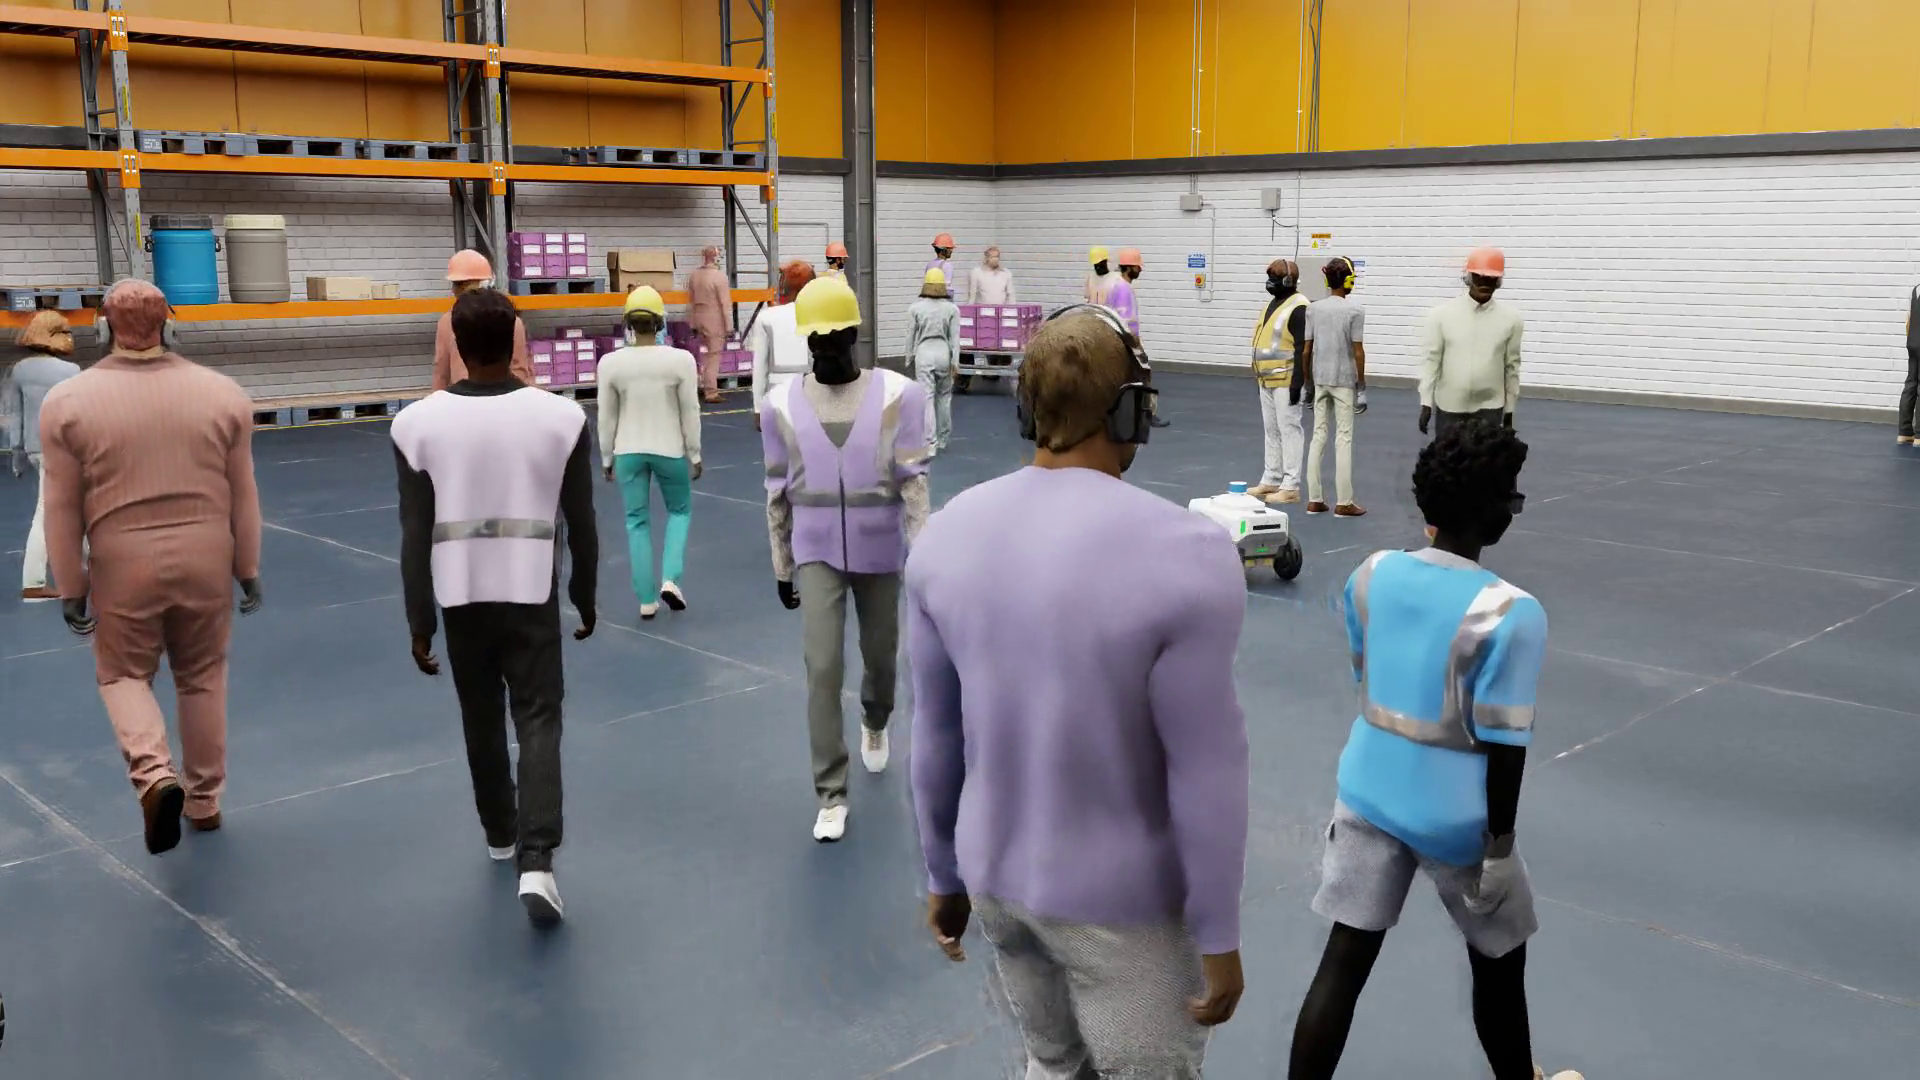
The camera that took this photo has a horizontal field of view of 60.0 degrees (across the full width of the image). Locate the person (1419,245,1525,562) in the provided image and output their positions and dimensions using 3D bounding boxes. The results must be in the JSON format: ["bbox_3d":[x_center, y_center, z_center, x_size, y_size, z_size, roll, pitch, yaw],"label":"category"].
[{"bbox_3d":[3.205,-0.868,10.492,0.626,1.971,0.704,2,11,9],"label":"person"}]

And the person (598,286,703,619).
[{"bbox_3d":[-1.633,-0.456,8.788,0.544,1.754,0.364,-1,10,-3],"label":"person"}]

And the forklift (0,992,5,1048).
[{"bbox_3d":[-3.245,0.323,3.363,2.313,2.155,1.214,2,11,13],"label":"forklift"}]

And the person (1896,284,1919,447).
[{"bbox_3d":[9.277,-1.809,15.959,0.346,1.842,0.506,-1,10,-4],"label":"person"}]

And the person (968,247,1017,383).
[{"bbox_3d":[0.470,-3.109,22.981,0.660,1.855,0.976,-4,11,-21],"label":"person"}]

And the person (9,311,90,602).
[{"bbox_3d":[-5.016,-0.483,9.376,0.500,1.597,0.817,5,12,28],"label":"person"}]

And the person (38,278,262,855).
[{"bbox_3d":[-2.603,0.101,5.430,0.649,1.891,0.615,-7,13,-34],"label":"person"}]

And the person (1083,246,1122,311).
[{"bbox_3d":[1.783,-2.664,20.489,0.714,1.882,0.546,9,13,39],"label":"person"}]

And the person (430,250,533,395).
[{"bbox_3d":[-2.828,-0.735,9.842,0.646,1.941,1.042,5,12,26],"label":"person"}]

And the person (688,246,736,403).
[{"bbox_3d":[-2.963,-2.594,20.082,0.435,1.891,0.664,-9,14,-42],"label":"person"}]

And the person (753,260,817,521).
[{"bbox_3d":[-1.004,-0.895,10.930,0.596,1.846,0.867,3,11,14],"label":"person"}]

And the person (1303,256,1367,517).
[{"bbox_3d":[2.711,-1.100,12.007,0.519,1.874,0.331,10,14,44],"label":"person"}]

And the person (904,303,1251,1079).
[{"bbox_3d":[0.141,0.582,2.711,0.642,1.917,0.694,9,14,40],"label":"person"}]

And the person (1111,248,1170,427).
[{"bbox_3d":[1.715,-2.129,17.569,0.972,1.895,0.556,1,10,3],"label":"person"}]

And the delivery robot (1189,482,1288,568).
[{"bbox_3d":[1.650,-0.105,9.913,0.477,0.478,0.707,-4,11,-19],"label":"delivery robot"}]

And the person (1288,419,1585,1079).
[{"bbox_3d":[1.011,0.567,3.531,0.876,1.649,0.538,-7,12,-33],"label":"person"}]

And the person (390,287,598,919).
[{"bbox_3d":[-1.395,0.176,5.047,0.584,1.880,0.979,-2,11,-11],"label":"person"}]

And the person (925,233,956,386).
[{"bbox_3d":[-0.237,-3.102,22.453,0.393,2.044,0.609,-6,12,-29],"label":"person"}]

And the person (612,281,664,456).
[{"bbox_3d":[-2.966,-1.551,15.192,0.794,1.607,0.520,-8,13,-36],"label":"person"}]

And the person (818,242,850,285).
[{"bbox_3d":[-1.472,-2.569,19.837,0.361,1.938,0.545,-8,13,-39],"label":"person"}]

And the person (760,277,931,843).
[{"bbox_3d":[-0.391,0.019,5.857,0.596,1.892,0.902,0,10,0],"label":"person"}]

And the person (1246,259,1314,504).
[{"bbox_3d":[2.428,-1.201,12.638,0.430,1.845,0.619,-3,11,-15],"label":"person"}]

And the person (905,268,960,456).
[{"bbox_3d":[-0.266,-1.658,15.483,0.497,1.722,0.739,-2,11,-10],"label":"person"}]
